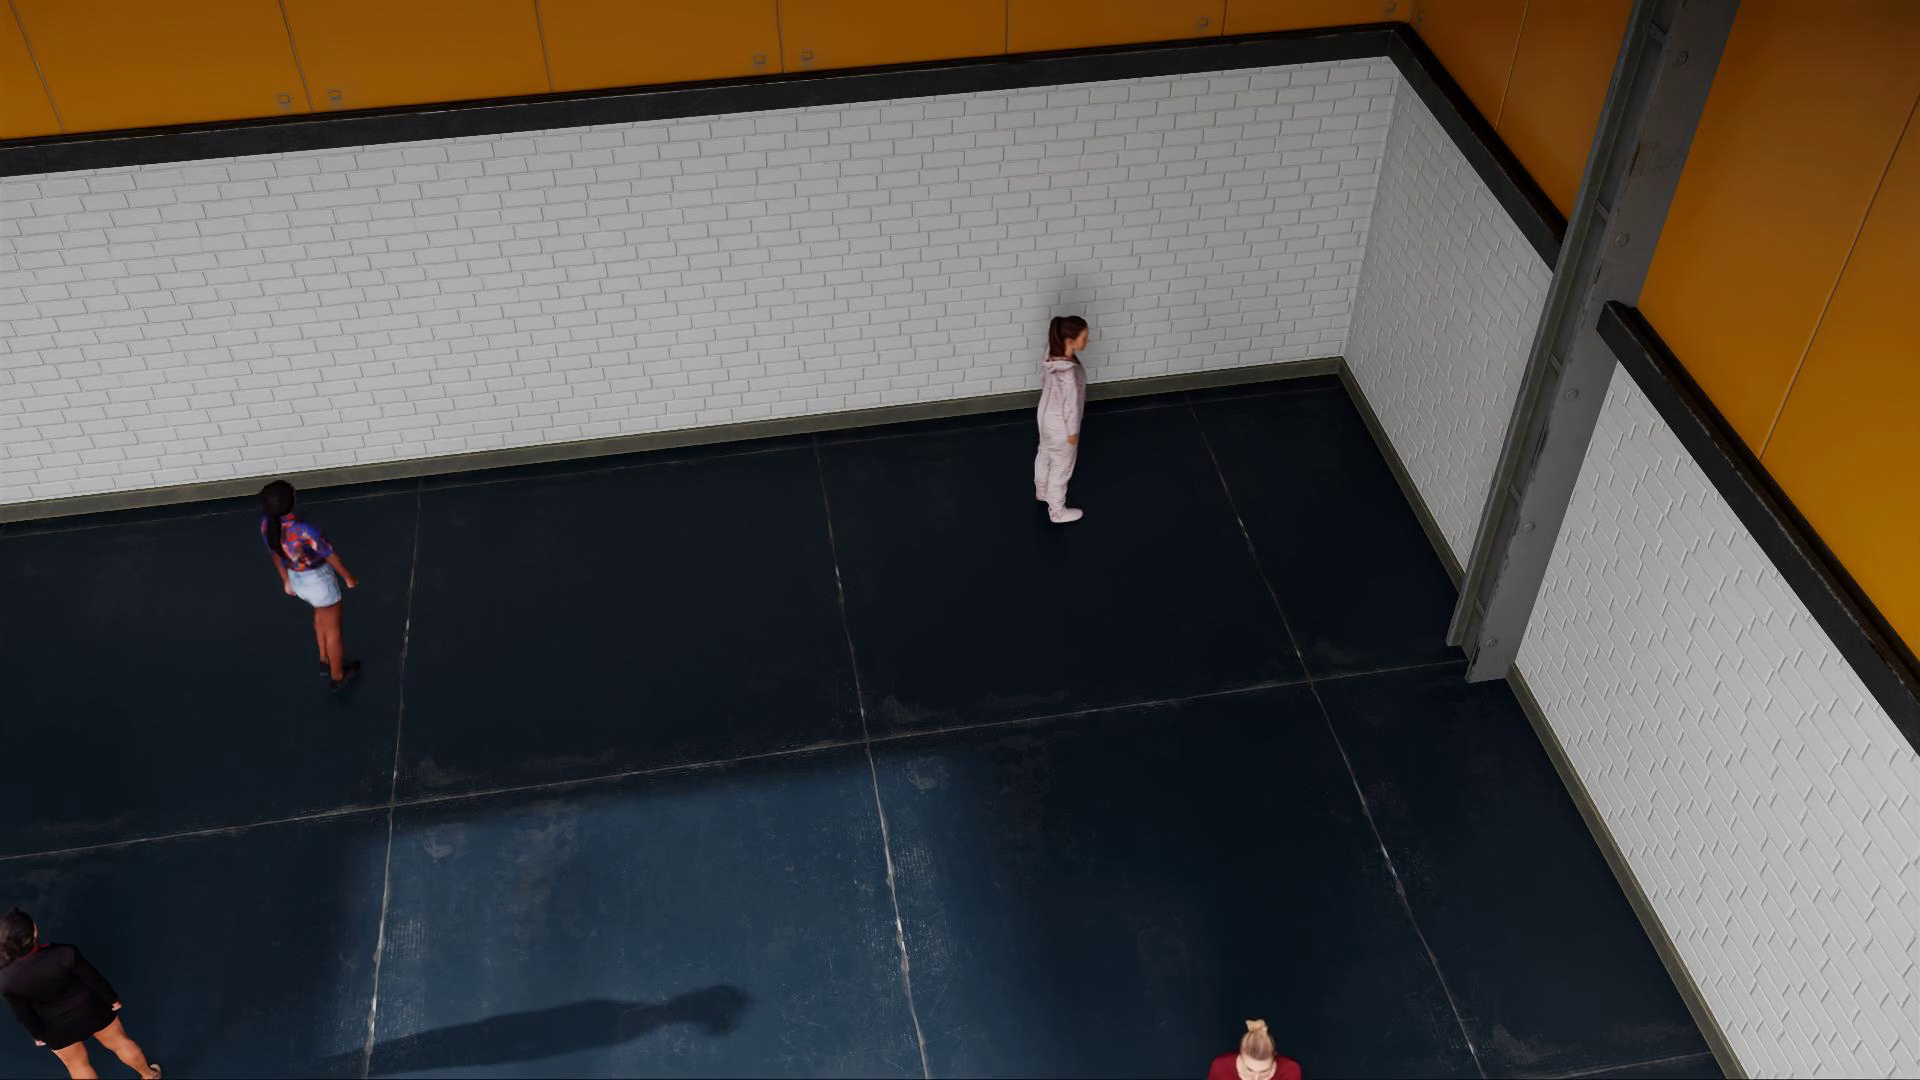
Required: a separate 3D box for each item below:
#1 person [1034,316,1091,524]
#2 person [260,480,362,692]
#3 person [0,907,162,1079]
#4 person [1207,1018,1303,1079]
[{"bbox_3d":[0.692,-0.875,11.844,0.724,1.687,0.544,-13,45,-14],"label":"person"},{"bbox_3d":[-4.139,0.351,10.529,0.691,1.728,0.724,16,46,16],"label":"person"},{"bbox_3d":[-4.495,2.409,8.431,0.662,1.641,0.686,-24,49,-23],"label":"person"},{"bbox_3d":[1.378,2.781,8.004,0.710,1.691,0.812,0,44,0],"label":"person"}]
